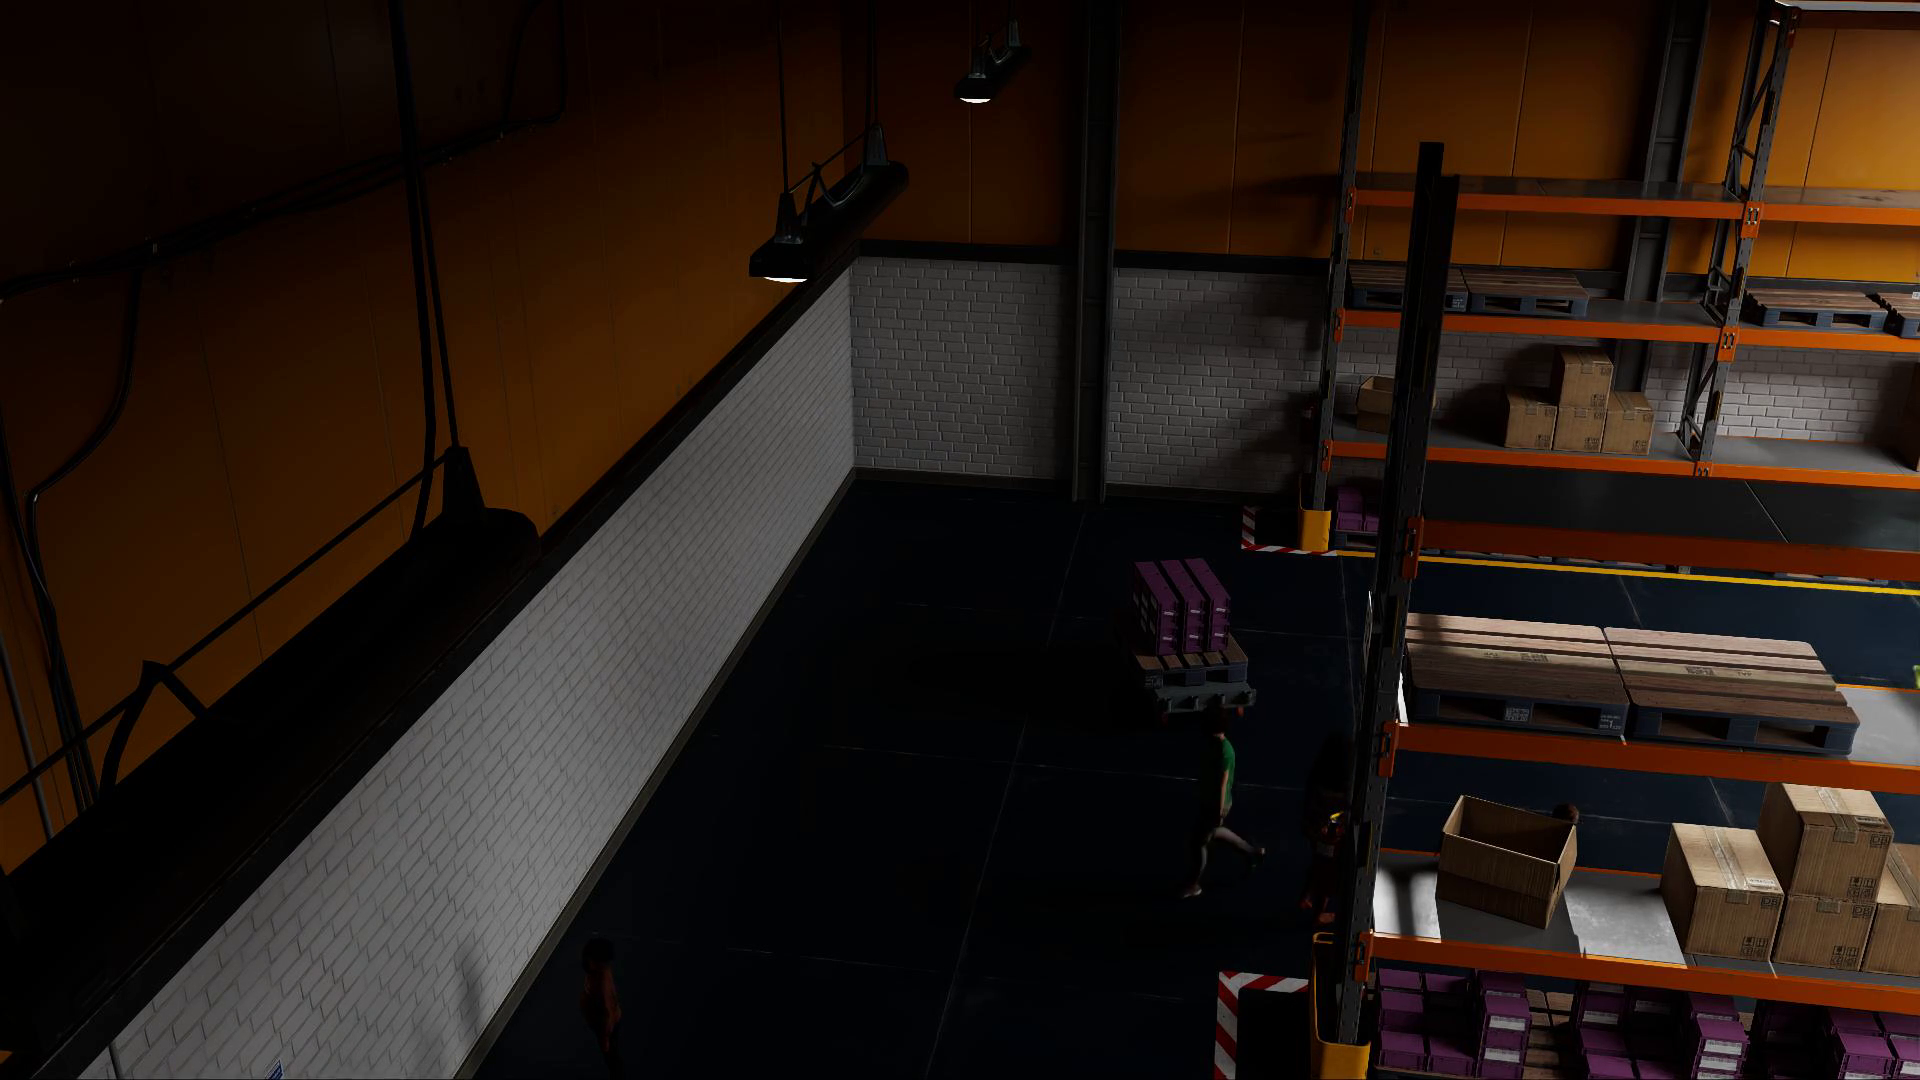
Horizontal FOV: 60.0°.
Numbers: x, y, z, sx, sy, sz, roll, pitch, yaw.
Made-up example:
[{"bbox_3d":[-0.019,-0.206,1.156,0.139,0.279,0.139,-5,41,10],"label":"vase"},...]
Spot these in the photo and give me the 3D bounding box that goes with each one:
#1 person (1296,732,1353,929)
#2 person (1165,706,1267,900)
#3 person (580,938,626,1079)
[{"bbox_3d":[2.649,2.168,12.200,0.827,1.637,0.773,-15,28,-31],"label":"person"},{"bbox_3d":[2.000,1.984,12.634,1.102,1.628,0.793,-3,24,-6],"label":"person"},{"bbox_3d":[-2.261,3.069,10.618,0.592,1.254,0.588,-7,25,-15],"label":"person"}]
